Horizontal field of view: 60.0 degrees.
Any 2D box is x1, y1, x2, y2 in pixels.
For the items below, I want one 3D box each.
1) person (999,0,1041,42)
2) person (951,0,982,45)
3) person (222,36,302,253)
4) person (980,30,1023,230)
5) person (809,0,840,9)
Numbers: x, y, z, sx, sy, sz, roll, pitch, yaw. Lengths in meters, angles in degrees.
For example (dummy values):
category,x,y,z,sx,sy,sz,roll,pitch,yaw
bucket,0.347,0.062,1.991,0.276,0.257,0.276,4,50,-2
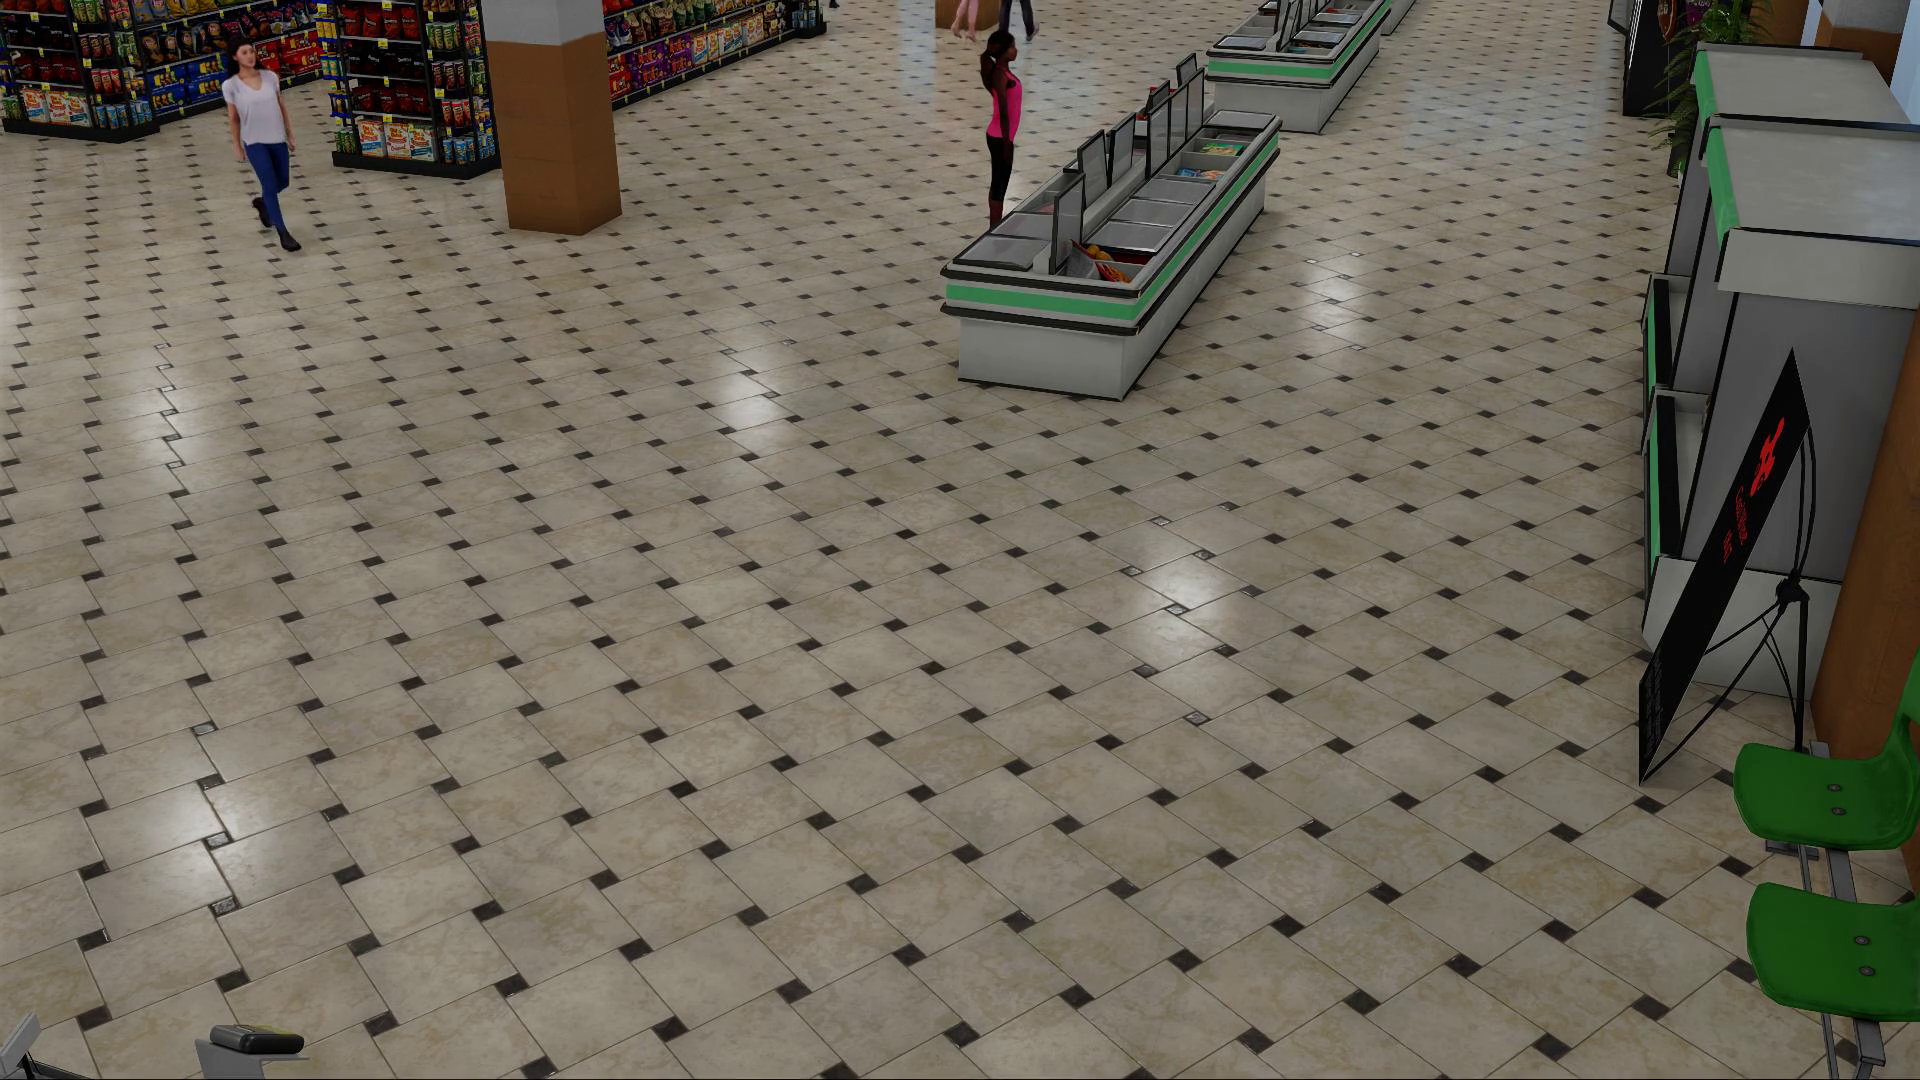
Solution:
category,x,y,z,sx,sy,sz,roll,pitch,yaw
person,0.642,-7.007,20.757,0.685,1.778,1.164,10,28,18
person,0.054,-7.200,21.136,0.840,1.779,0.791,-20,33,-34
person,-5.591,-3.156,13.291,0.934,1.662,1.060,23,35,38
person,0.325,-3.194,13.299,0.684,1.723,0.588,0,27,0
person,-2.066,-8.513,23.797,1.118,1.714,1.184,-12,29,-22
